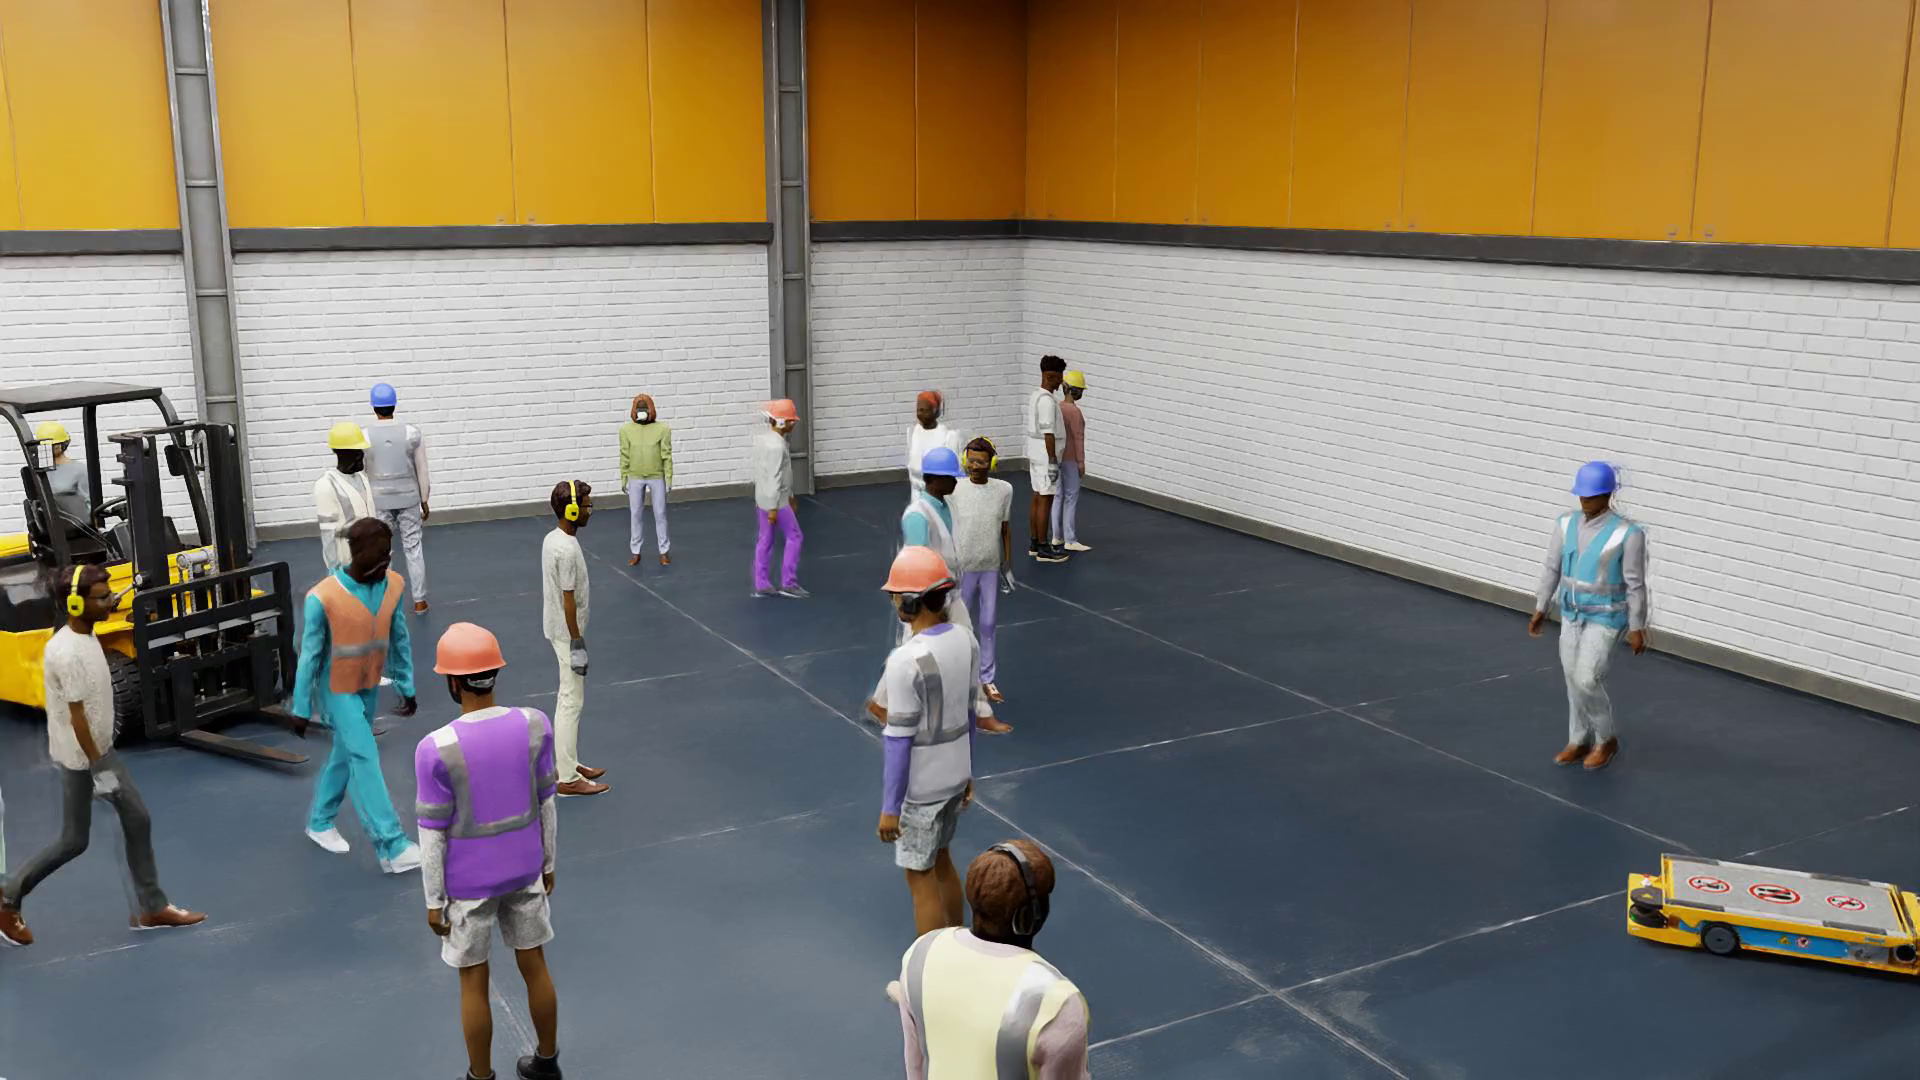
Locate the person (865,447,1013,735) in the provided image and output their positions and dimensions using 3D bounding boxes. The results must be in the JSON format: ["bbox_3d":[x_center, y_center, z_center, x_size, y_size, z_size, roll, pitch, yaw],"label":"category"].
[{"bbox_3d":[-0.185,0.340,10.743,0.976,1.895,0.623,6,14,28],"label":"person"}]

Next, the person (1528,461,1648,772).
[{"bbox_3d":[3.798,0.465,10.049,0.458,1.925,0.630,-6,13,-26],"label":"person"}]

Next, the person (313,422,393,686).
[{"bbox_3d":[-4.234,0.132,11.606,0.370,1.929,0.585,2,12,7],"label":"person"}]

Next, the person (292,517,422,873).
[{"bbox_3d":[-3.128,0.800,8.644,1.021,1.862,0.628,5,13,23],"label":"person"}]

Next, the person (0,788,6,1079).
[{"bbox_3d":[-3.682,1.302,6.147,0.389,1.919,0.592,-5,13,-24],"label":"person"}]

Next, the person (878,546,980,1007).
[{"bbox_3d":[-0.163,1.029,7.170,0.407,2.031,0.620,6,13,26],"label":"person"}]

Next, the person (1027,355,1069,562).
[{"bbox_3d":[0.831,-0.780,15.808,0.377,1.959,0.603,-2,12,-9],"label":"person"}]

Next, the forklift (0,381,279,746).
[{"bbox_3d":[-5.853,0.085,11.199,2.313,2.155,1.214,7,14,28],"label":"forklift"}]

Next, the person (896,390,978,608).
[{"bbox_3d":[-0.180,-0.373,14.236,0.595,1.851,0.957,10,15,38],"label":"person"}]

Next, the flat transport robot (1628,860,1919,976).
[{"bbox_3d":[3.927,1.768,7.850,1.431,0.197,0.652,5,13,21],"label":"flat transport robot"}]

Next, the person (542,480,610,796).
[{"bbox_3d":[-2.261,0.572,9.721,0.334,1.858,0.508,-4,13,-19],"label":"person"}]

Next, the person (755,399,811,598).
[{"bbox_3d":[-1.524,-0.356,14.357,0.600,1.725,0.555,-4,13,-18],"label":"person"}]

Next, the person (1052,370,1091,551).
[{"bbox_3d":[1.085,-0.774,16.254,0.324,1.763,0.524,-5,13,-23],"label":"person"}]

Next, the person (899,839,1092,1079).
[{"bbox_3d":[0.133,1.691,4.503,0.619,1.845,0.430,12,17,43],"label":"person"}]

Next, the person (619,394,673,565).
[{"bbox_3d":[-2.936,-0.564,15.592,0.497,1.626,0.287,0,12,-1],"label":"person"}]

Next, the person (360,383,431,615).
[{"bbox_3d":[-4.661,-0.319,13.670,0.605,1.951,0.380,-5,13,-24],"label":"person"}]

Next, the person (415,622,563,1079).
[{"bbox_3d":[-1.803,1.257,6.347,0.549,1.928,0.388,-10,16,-39],"label":"person"}]

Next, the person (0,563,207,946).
[{"bbox_3d":[-4.130,1.004,7.756,0.891,1.832,0.488,-2,12,-8],"label":"person"}]

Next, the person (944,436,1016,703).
[{"bbox_3d":[0.132,0.211,11.393,0.519,1.865,0.335,-3,12,-14],"label":"person"}]

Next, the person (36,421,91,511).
[{"bbox_3d":[-6.915,-0.049,12.862,0.517,1.757,0.337,1,12,7],"label":"person"}]
